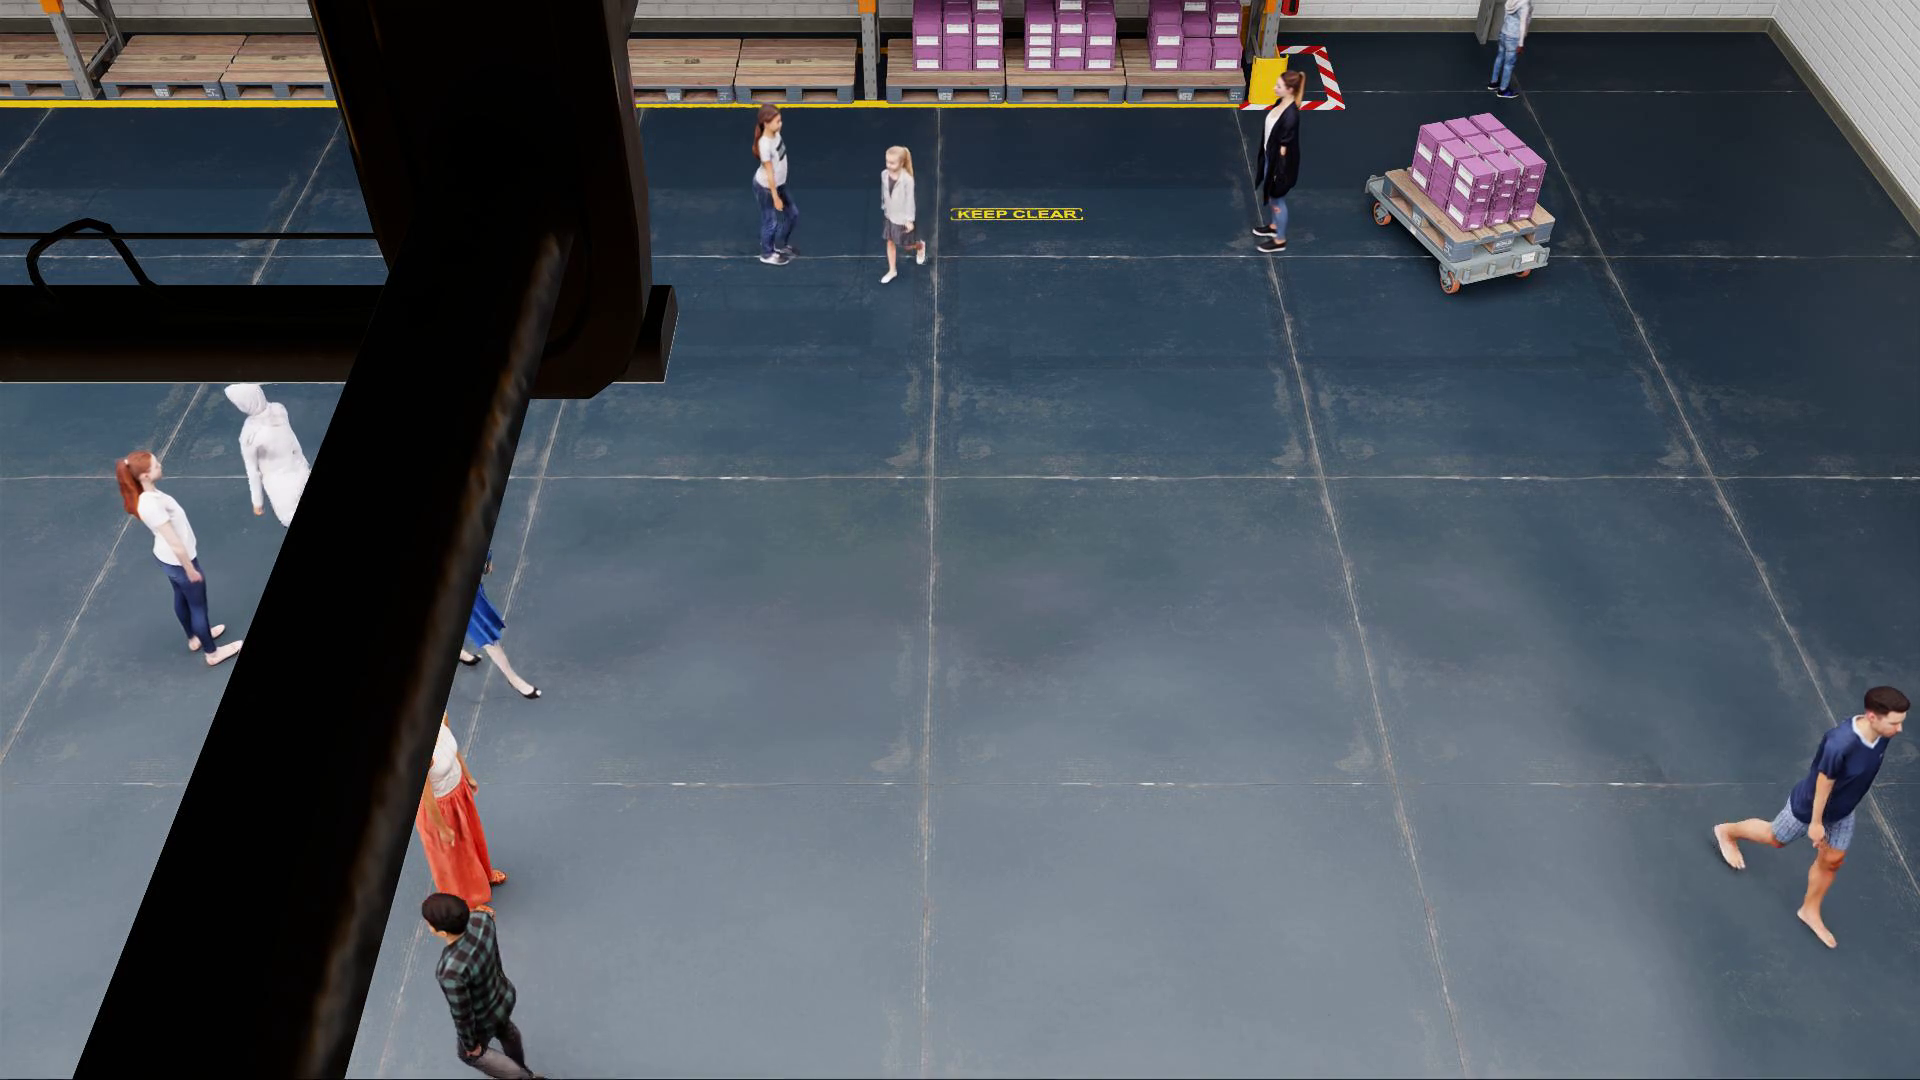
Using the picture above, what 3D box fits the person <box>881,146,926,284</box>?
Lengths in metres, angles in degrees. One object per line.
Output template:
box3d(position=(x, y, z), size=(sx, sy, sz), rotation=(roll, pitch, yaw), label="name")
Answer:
box3d(position=(-0.490, -2.826, 14.316), size=(0.771, 1.263, 0.779), rotation=(26, 50, 25), label="person")

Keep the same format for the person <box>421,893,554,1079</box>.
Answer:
box3d(position=(-2.403, 2.411, 8.596), size=(0.796, 1.704, 0.772), rotation=(9, 44, 9), label="person")

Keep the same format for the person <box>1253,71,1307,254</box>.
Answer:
box3d(position=(2.793, -3.309, 14.521), size=(0.568, 1.680, 0.644), rotation=(-3, 44, -3), label="person")

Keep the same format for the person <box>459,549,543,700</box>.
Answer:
box3d(position=(-3.228, 0.294, 10.668), size=(1.050, 1.778, 0.797), rotation=(9, 44, 9), label="person")

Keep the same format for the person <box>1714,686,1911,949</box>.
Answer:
box3d(position=(4.832, 1.433, 9.445), size=(1.161, 1.816, 0.941), rotation=(-14, 45, -14), label="person")

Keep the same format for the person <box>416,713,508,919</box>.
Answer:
box3d(position=(-2.913, 1.480, 9.405), size=(0.594, 1.803, 0.637), rotation=(4, 44, 4), label="person")

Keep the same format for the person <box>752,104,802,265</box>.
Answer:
box3d(position=(-1.694, -3.069, 14.366), size=(0.665, 1.547, 0.624), rotation=(11, 45, 11), label="person")

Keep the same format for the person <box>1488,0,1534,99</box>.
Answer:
box3d(position=(5.542, -5.078, 16.683), size=(0.547, 1.260, 0.524), rotation=(-9, 44, -10), label="person")

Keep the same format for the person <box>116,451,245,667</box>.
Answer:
box3d(position=(-5.140, 0.130, 10.871), size=(0.689, 1.736, 0.632), rotation=(-33, 53, -30), label="person")
